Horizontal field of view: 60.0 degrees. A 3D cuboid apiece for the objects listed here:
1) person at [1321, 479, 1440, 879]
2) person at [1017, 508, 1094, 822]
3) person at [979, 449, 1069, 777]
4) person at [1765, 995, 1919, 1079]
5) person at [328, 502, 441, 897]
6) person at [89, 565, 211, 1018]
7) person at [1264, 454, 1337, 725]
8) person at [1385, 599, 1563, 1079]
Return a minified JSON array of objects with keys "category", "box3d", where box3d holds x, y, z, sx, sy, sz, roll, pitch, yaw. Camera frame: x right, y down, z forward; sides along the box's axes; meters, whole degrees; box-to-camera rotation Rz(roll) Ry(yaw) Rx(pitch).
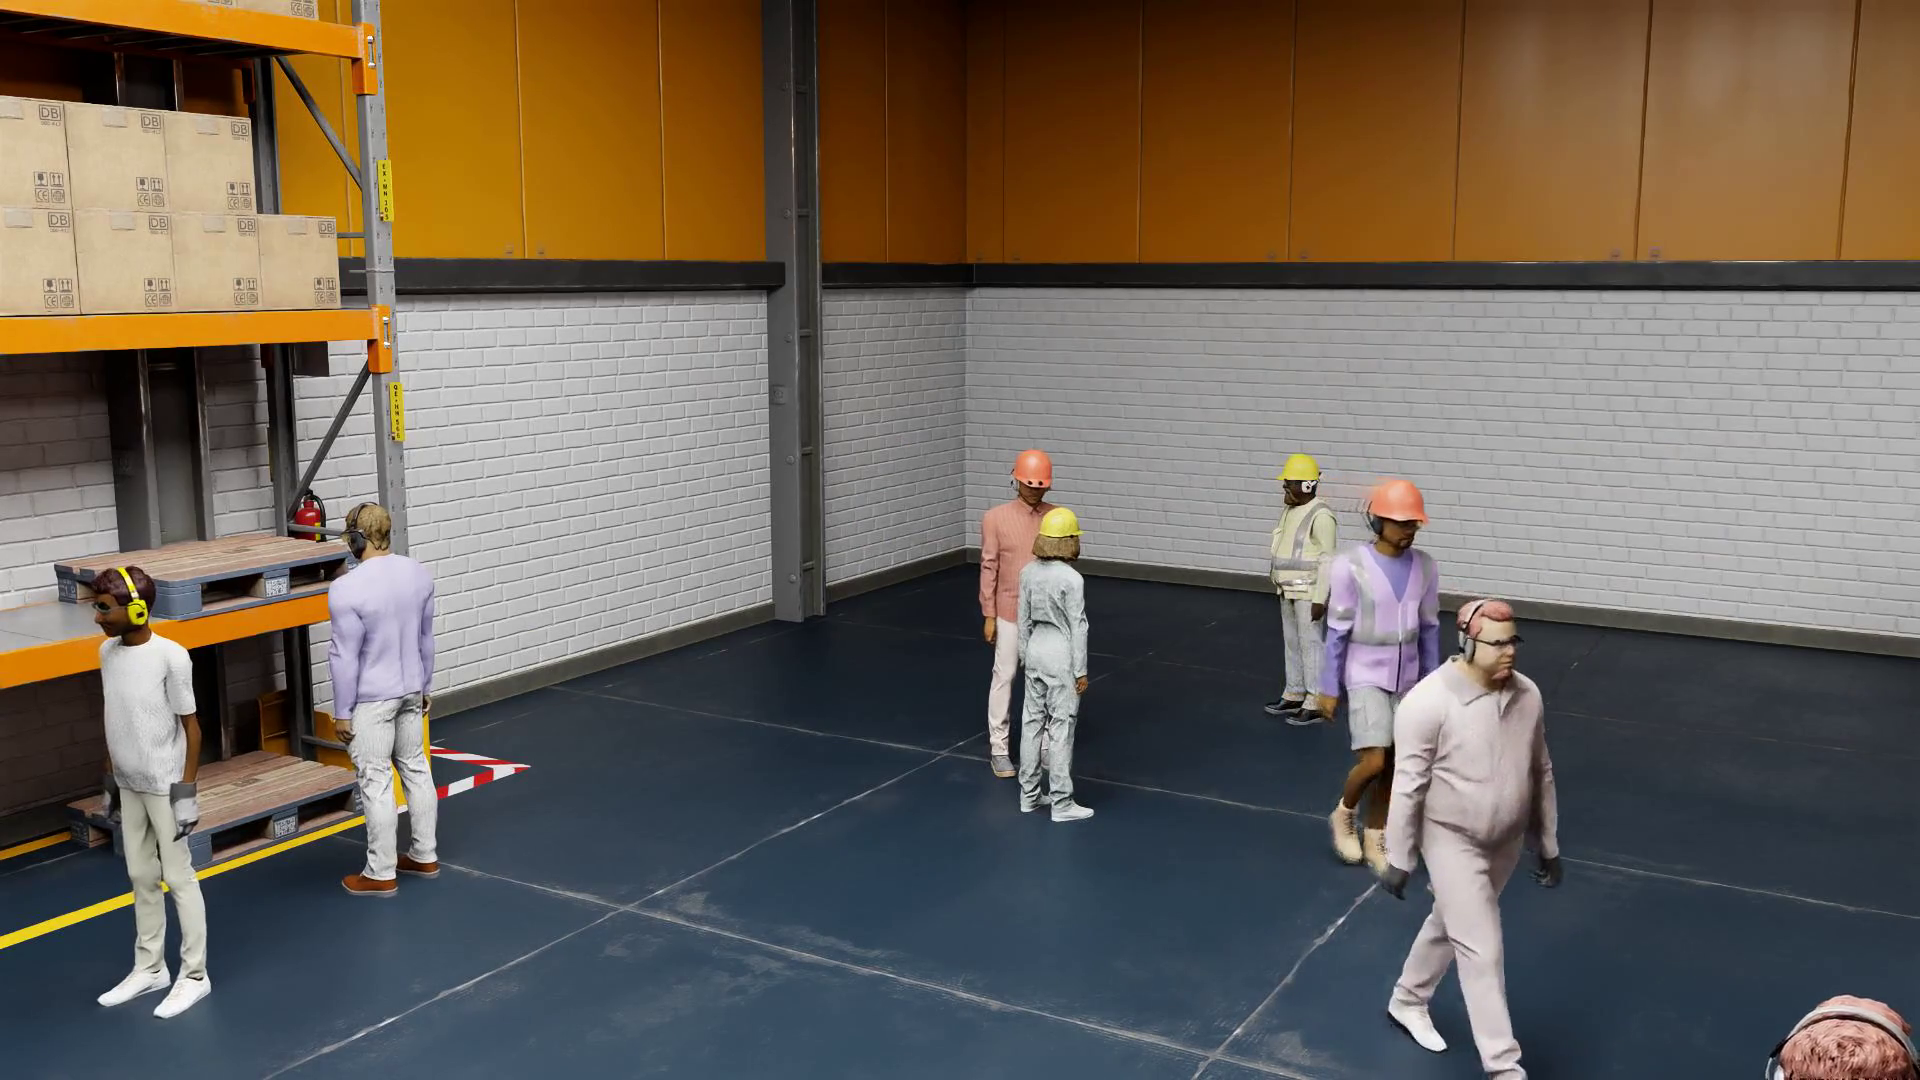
[{"category":"person","box3d":[2.124,0.698,8.297,0.636,2.026,0.423,-4,10,-21]},{"category":"person","box3d":[0.535,0.684,9.275,0.324,1.742,0.492,-8,12,-41]},{"category":"person","box3d":[0.413,0.436,10.072,0.611,1.985,0.393,-4,10,-24]},{"category":"person","box3d":[1.388,1.664,2.701,0.643,1.899,0.403,8,12,41]},{"category":"person","box3d":[-2.819,0.772,8.151,0.356,1.931,0.630,4,10,24]},{"category":"person","box3d":[-3.321,1.021,6.807,0.514,1.864,0.332,4,10,25]},{"category":"person","box3d":[2.294,0.328,11.224,0.403,1.830,0.599,-2,9,-15]},{"category":"person","box3d":[1.920,1.124,6.186,0.663,1.857,0.990,-5,10,-29]}]
